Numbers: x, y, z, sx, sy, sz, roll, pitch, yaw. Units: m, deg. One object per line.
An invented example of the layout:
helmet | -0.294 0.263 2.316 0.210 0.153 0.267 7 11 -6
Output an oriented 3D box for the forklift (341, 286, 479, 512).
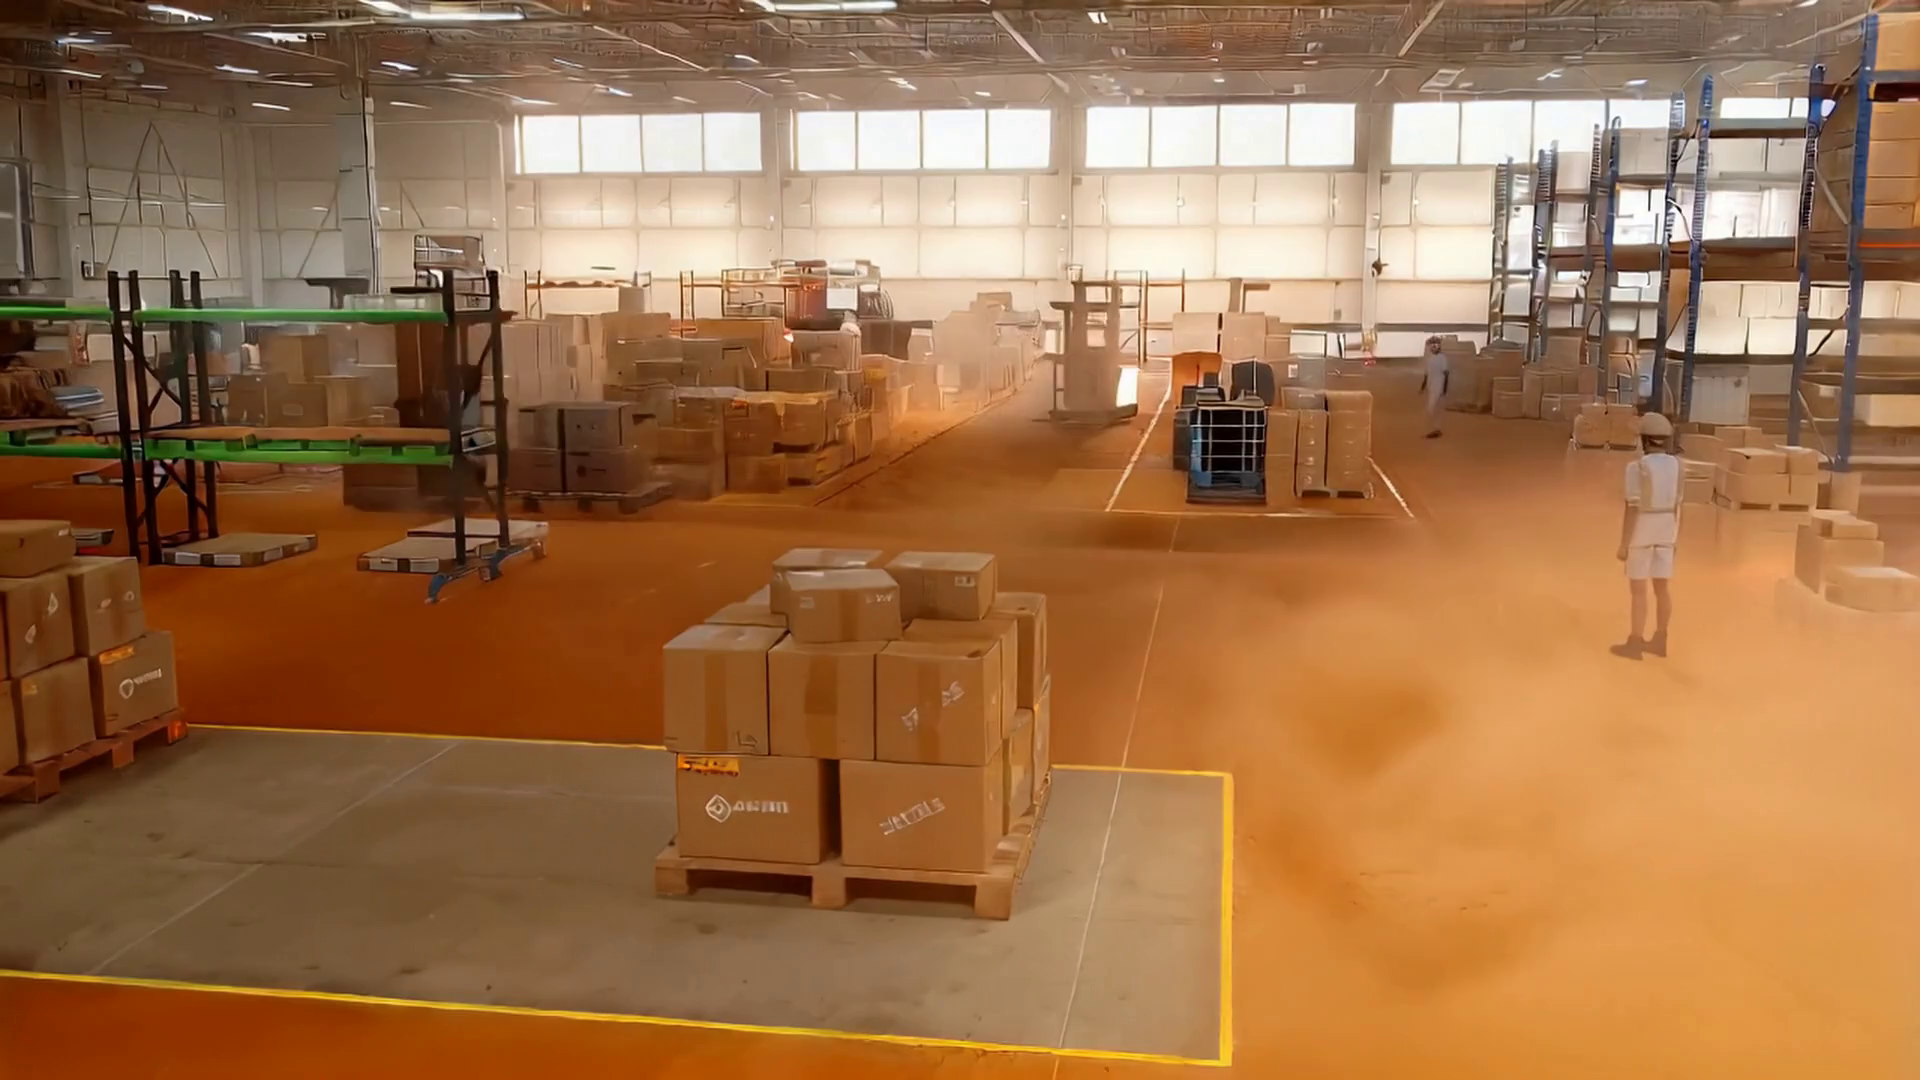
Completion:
forklift | -6.819 -1.819 21.133 1.873 2.768 1.129 1 9 9

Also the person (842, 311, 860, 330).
person | -2.969 -5.225 45.083 0.541 1.929 0.396 -7 11 -36

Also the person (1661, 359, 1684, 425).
person | 13.862 -3.037 32.517 0.768 1.607 0.544 2 9 10

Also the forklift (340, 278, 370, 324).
forklift | -15.691 -5.423 43.358 1.129 2.768 1.873 8 12 40

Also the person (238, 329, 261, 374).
person | -14.098 -3.259 33.093 0.350 1.881 0.581 1 9 8

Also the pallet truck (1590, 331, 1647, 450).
pallet truck | 11.253 -2.573 28.499 0.823 1.965 1.885 5 10 27

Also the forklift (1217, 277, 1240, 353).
forklift | 7.930 -6.231 48.346 1.873 2.768 1.129 1 9 9

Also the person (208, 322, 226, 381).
person | -20.420 -5.181 45.812 0.629 1.603 0.553 1 9 5

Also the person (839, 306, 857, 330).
person | -3.459 -6.257 51.439 0.631 1.931 0.372 -8 12 -39

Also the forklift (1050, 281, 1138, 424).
forklift | 2.746 -3.805 33.383 1.129 2.768 1.873 5 11 31

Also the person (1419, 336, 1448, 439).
person | 8.487 -2.727 29.899 0.692 1.848 0.495 -3 10 -17

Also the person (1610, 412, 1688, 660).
person | 5.373 -0.031 13.001 0.543 1.939 0.355 -3 10 -20

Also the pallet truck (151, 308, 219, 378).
pallet truck | -21.869 -5.598 47.154 0.823 1.965 1.885 4 10 26

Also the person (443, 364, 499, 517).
person | -6.000 -1.200 20.326 0.817 1.898 0.643 2 9 12

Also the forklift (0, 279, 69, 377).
forklift | -22.377 -4.792 39.470 1.873 2.768 1.129 1 9 9
